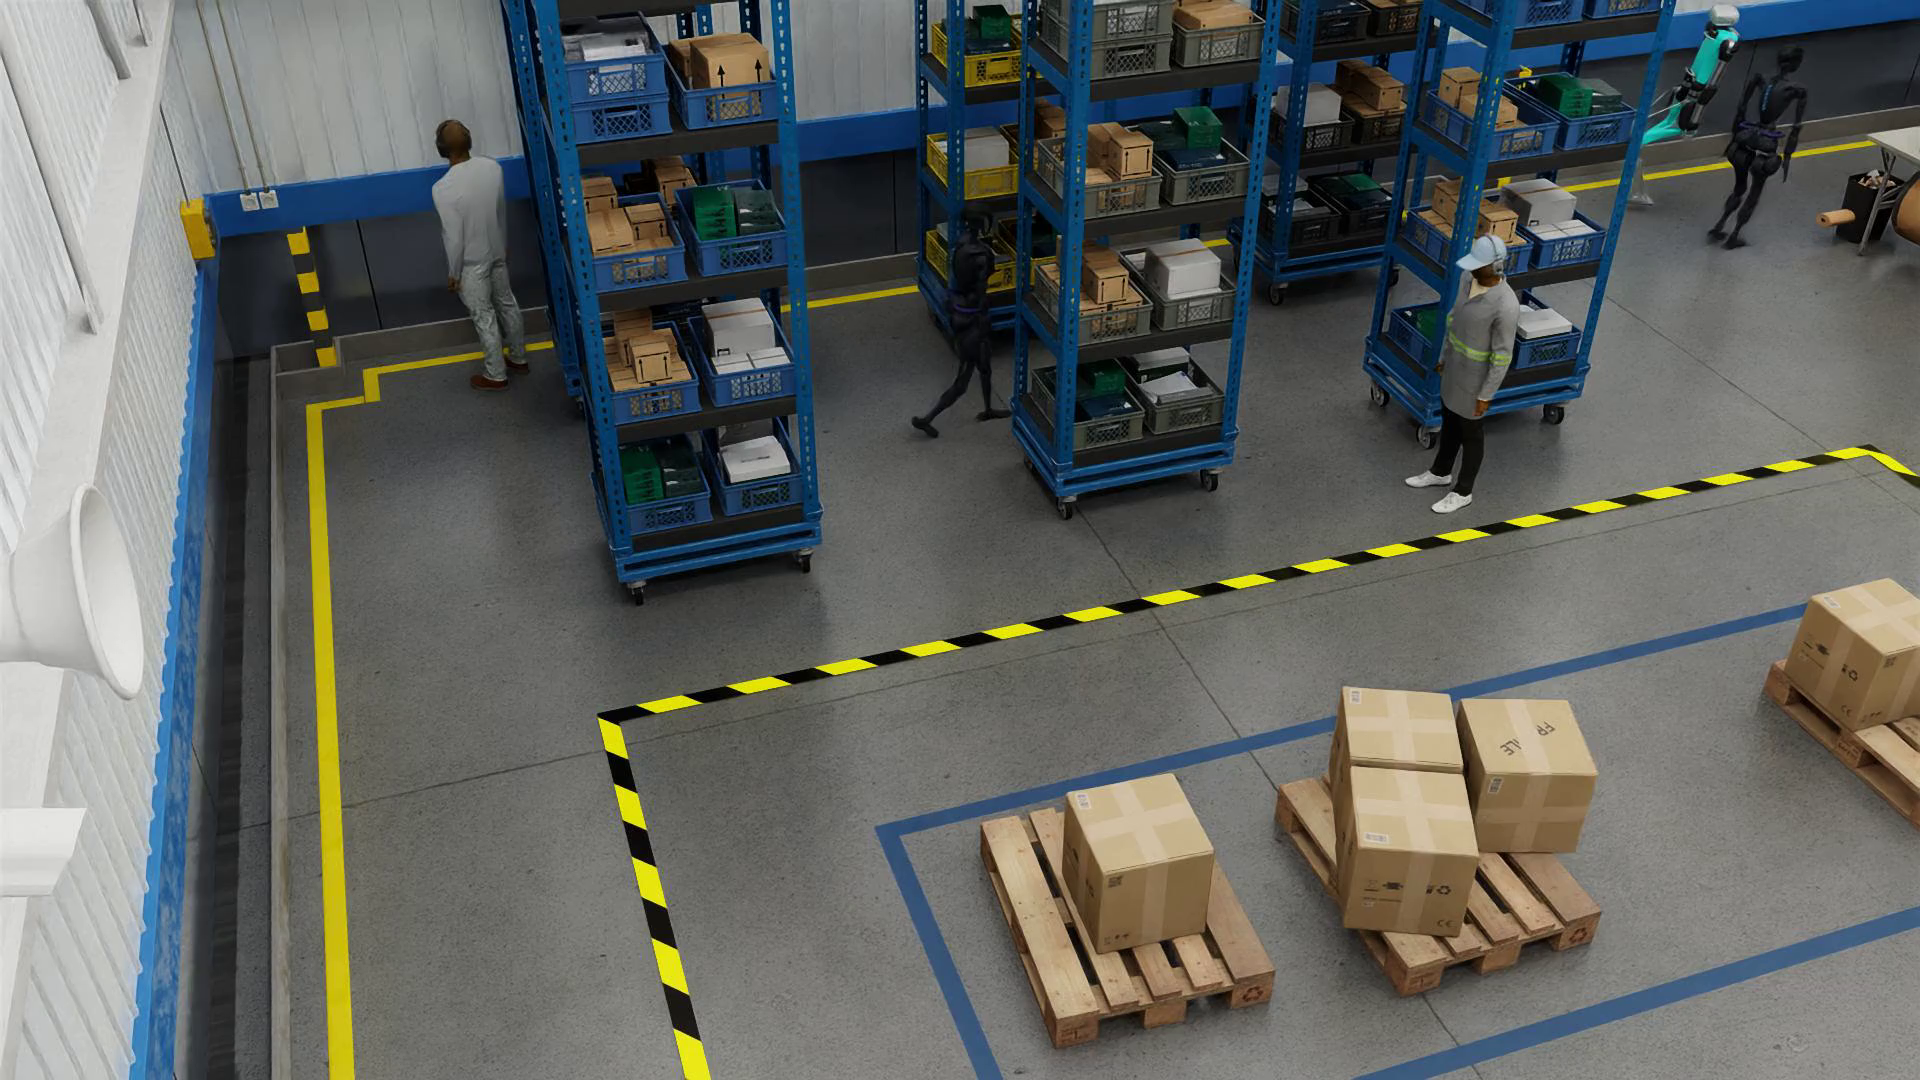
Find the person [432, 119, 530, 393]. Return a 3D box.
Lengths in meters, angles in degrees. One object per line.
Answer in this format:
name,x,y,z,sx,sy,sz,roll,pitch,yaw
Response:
person,-3.280,-1.925,11.337,0.360,1.936,0.630,15,38,20

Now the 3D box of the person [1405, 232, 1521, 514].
person,3.073,-1.017,10.126,0.393,1.850,0.587,-9,36,-13

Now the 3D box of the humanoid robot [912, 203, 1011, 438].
humanoid robot,0.011,-1.438,10.913,0.750,1.636,0.612,-10,36,-13

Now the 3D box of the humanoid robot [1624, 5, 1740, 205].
humanoid robot,5.855,-3.558,13.820,0.835,1.759,0.551,3,35,4

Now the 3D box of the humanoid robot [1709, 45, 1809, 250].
humanoid robot,6.366,-3.130,13.273,0.357,1.640,0.583,-23,41,-29
